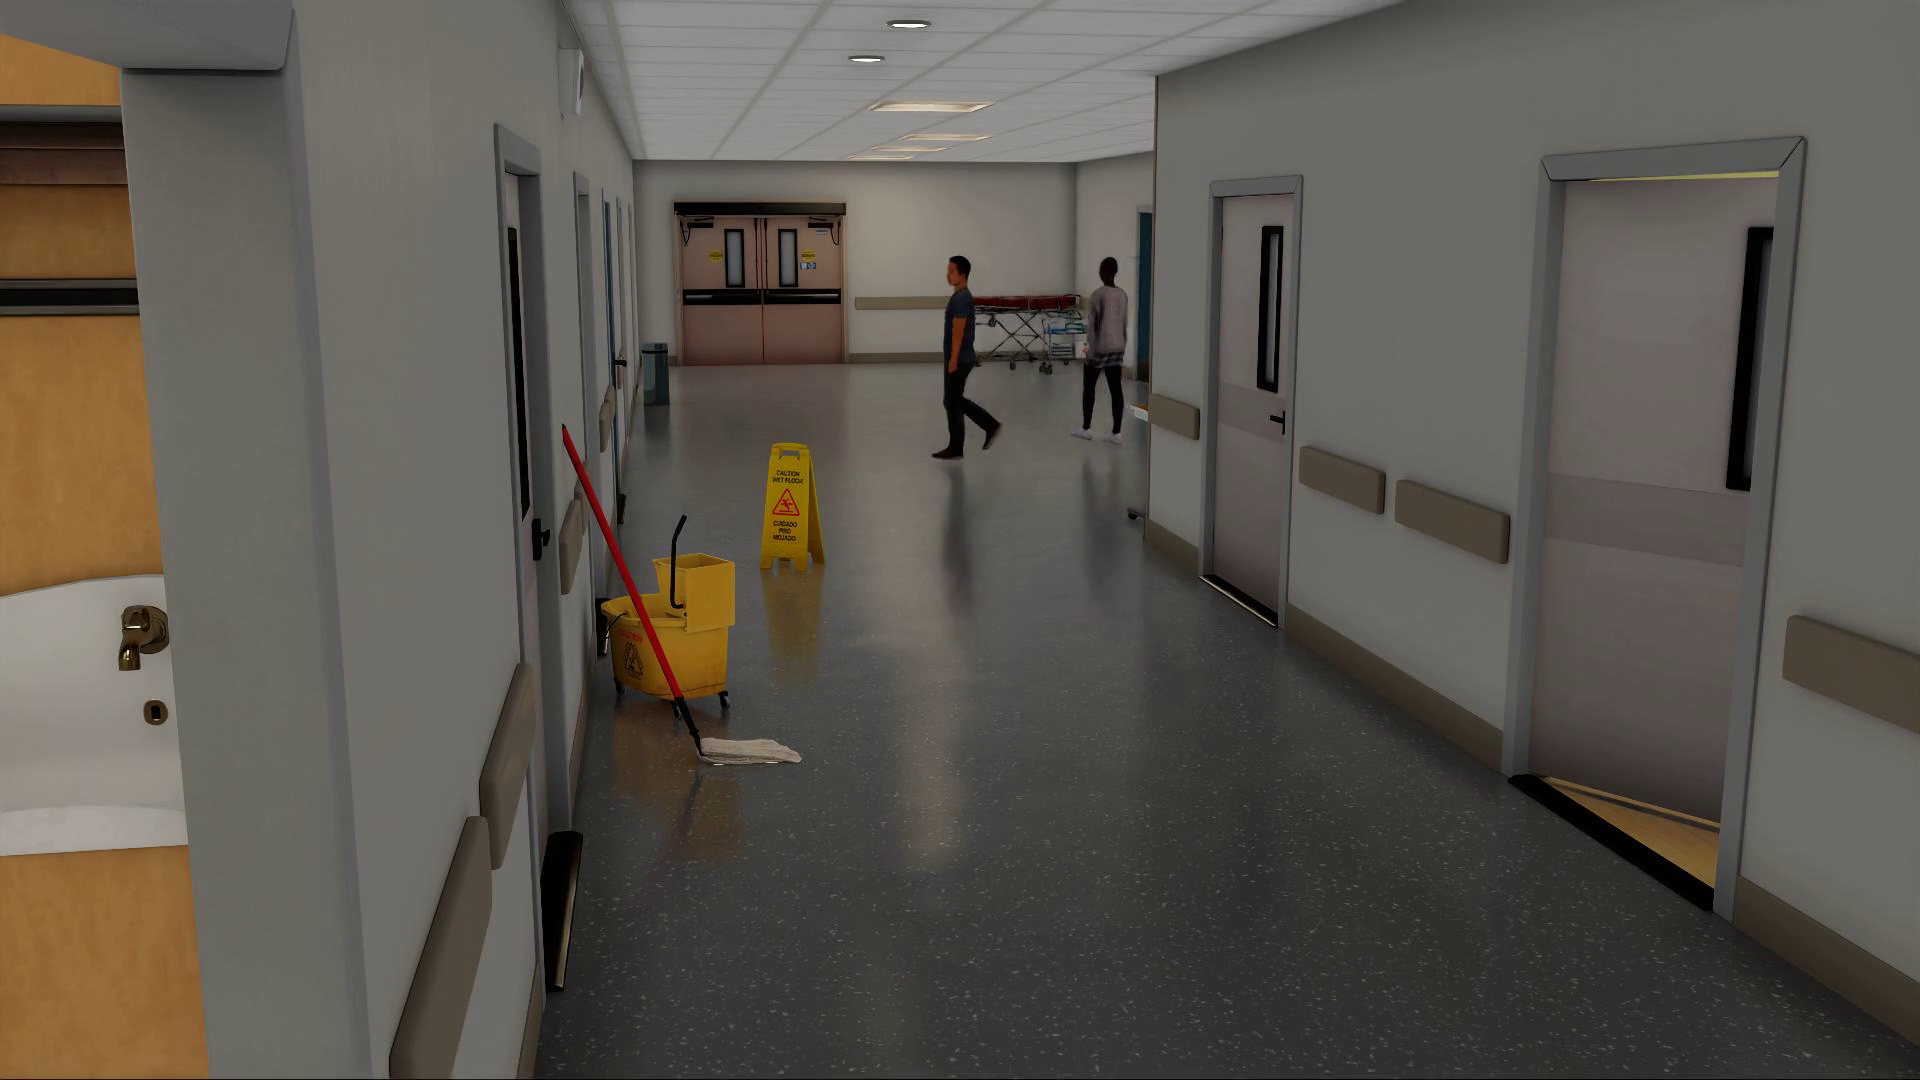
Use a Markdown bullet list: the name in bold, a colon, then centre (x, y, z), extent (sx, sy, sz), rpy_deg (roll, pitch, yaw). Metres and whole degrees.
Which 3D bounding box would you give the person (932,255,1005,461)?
- **person**: centre (0.082, -1.572, 14.577), extent (0.799, 1.784, 0.859), rpy_deg (0, 11, 0)

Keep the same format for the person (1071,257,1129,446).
- **person**: centre (1.441, -1.759, 15.653), extent (0.833, 1.749, 1.000), rpy_deg (-6, 13, -31)
